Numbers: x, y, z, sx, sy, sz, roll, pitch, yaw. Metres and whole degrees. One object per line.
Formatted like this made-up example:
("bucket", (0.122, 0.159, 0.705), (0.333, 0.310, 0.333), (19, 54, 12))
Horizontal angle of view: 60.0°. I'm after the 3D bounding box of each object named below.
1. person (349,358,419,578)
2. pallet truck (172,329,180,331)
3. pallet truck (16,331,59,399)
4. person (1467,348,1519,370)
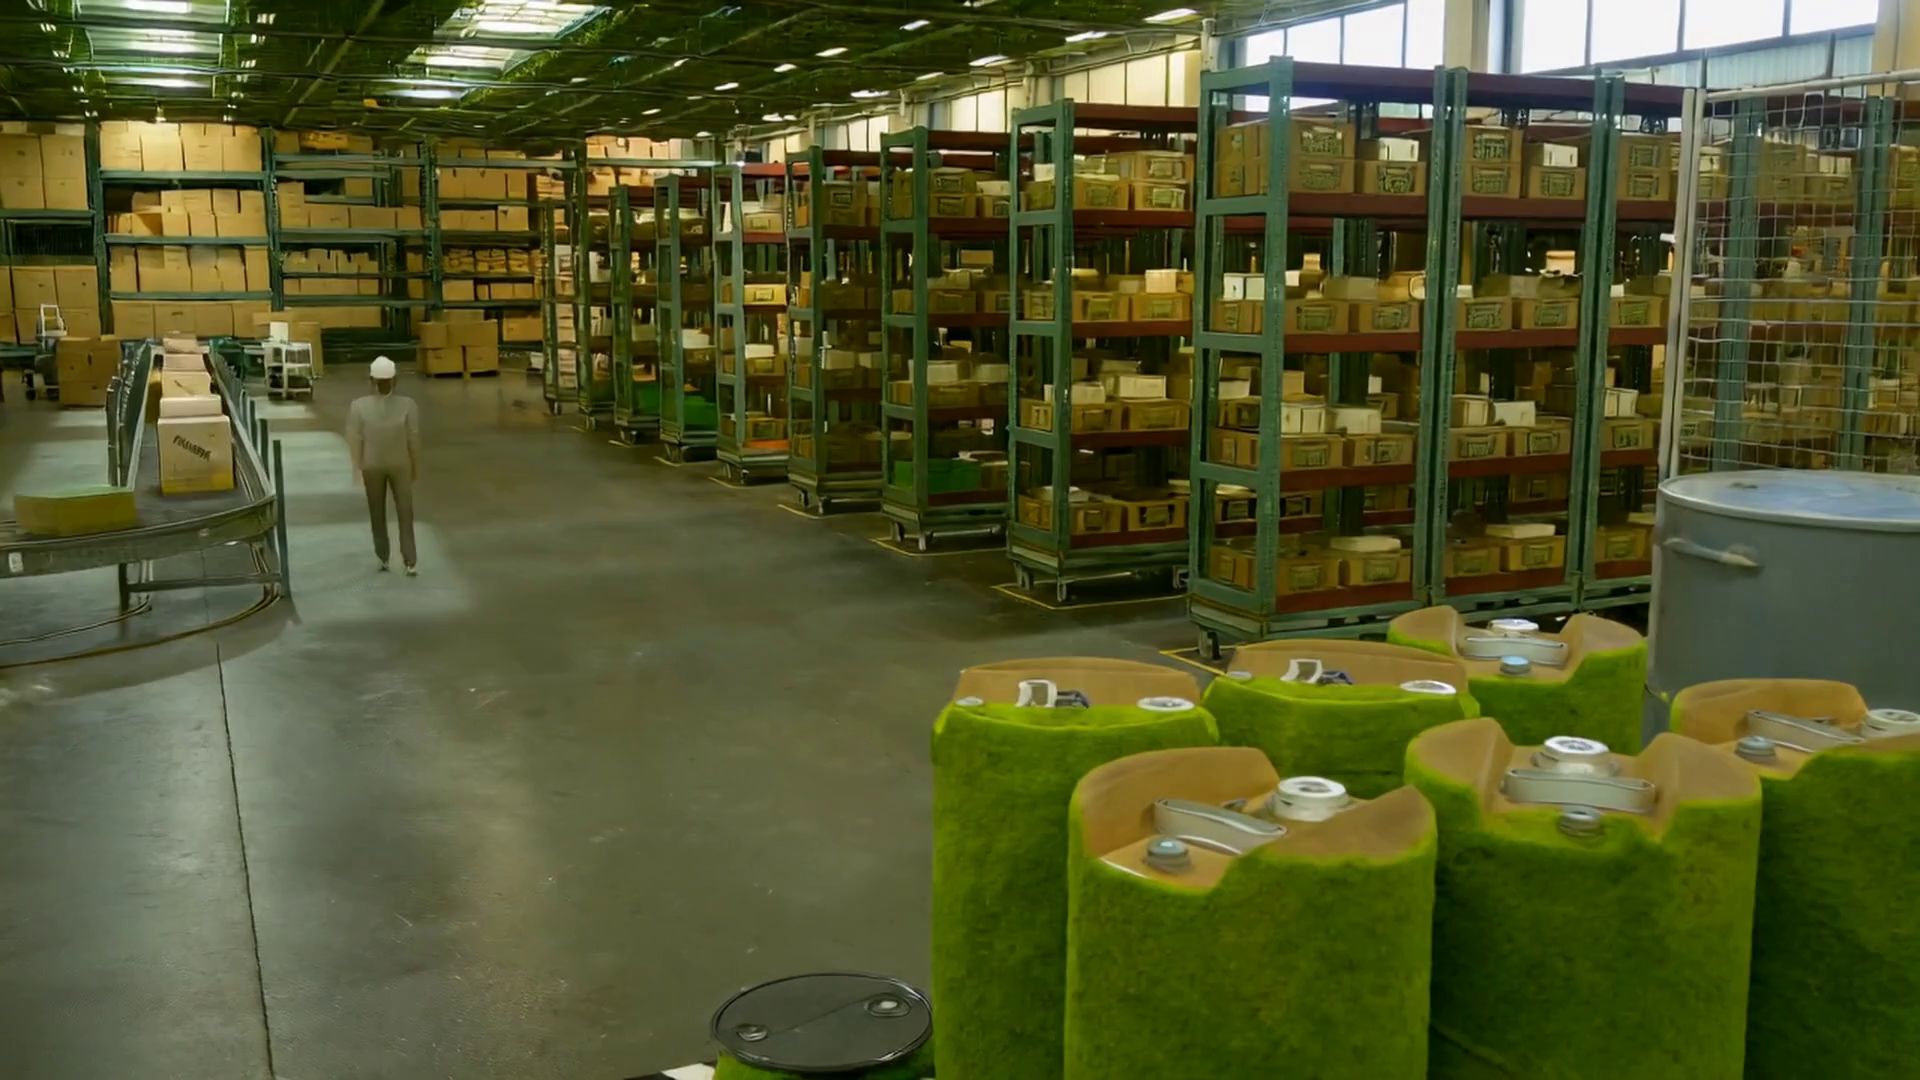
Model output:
("person", (-4.501, -0.548, 13.056), (0.533, 1.731, 0.864), (-4, 10, -22))
("pallet truck", (-17.275, -3.851, 35.096), (1.601, 1.201, 0.680), (0, 9, 1))
("pallet truck", (-17.082, -3.353, 31.781), (1.630, 1.274, 0.653), (-4, 10, -25))
("person", (5.656, -1.416, 17.665), (0.621, 1.980, 0.439), (0, 9, -3))
